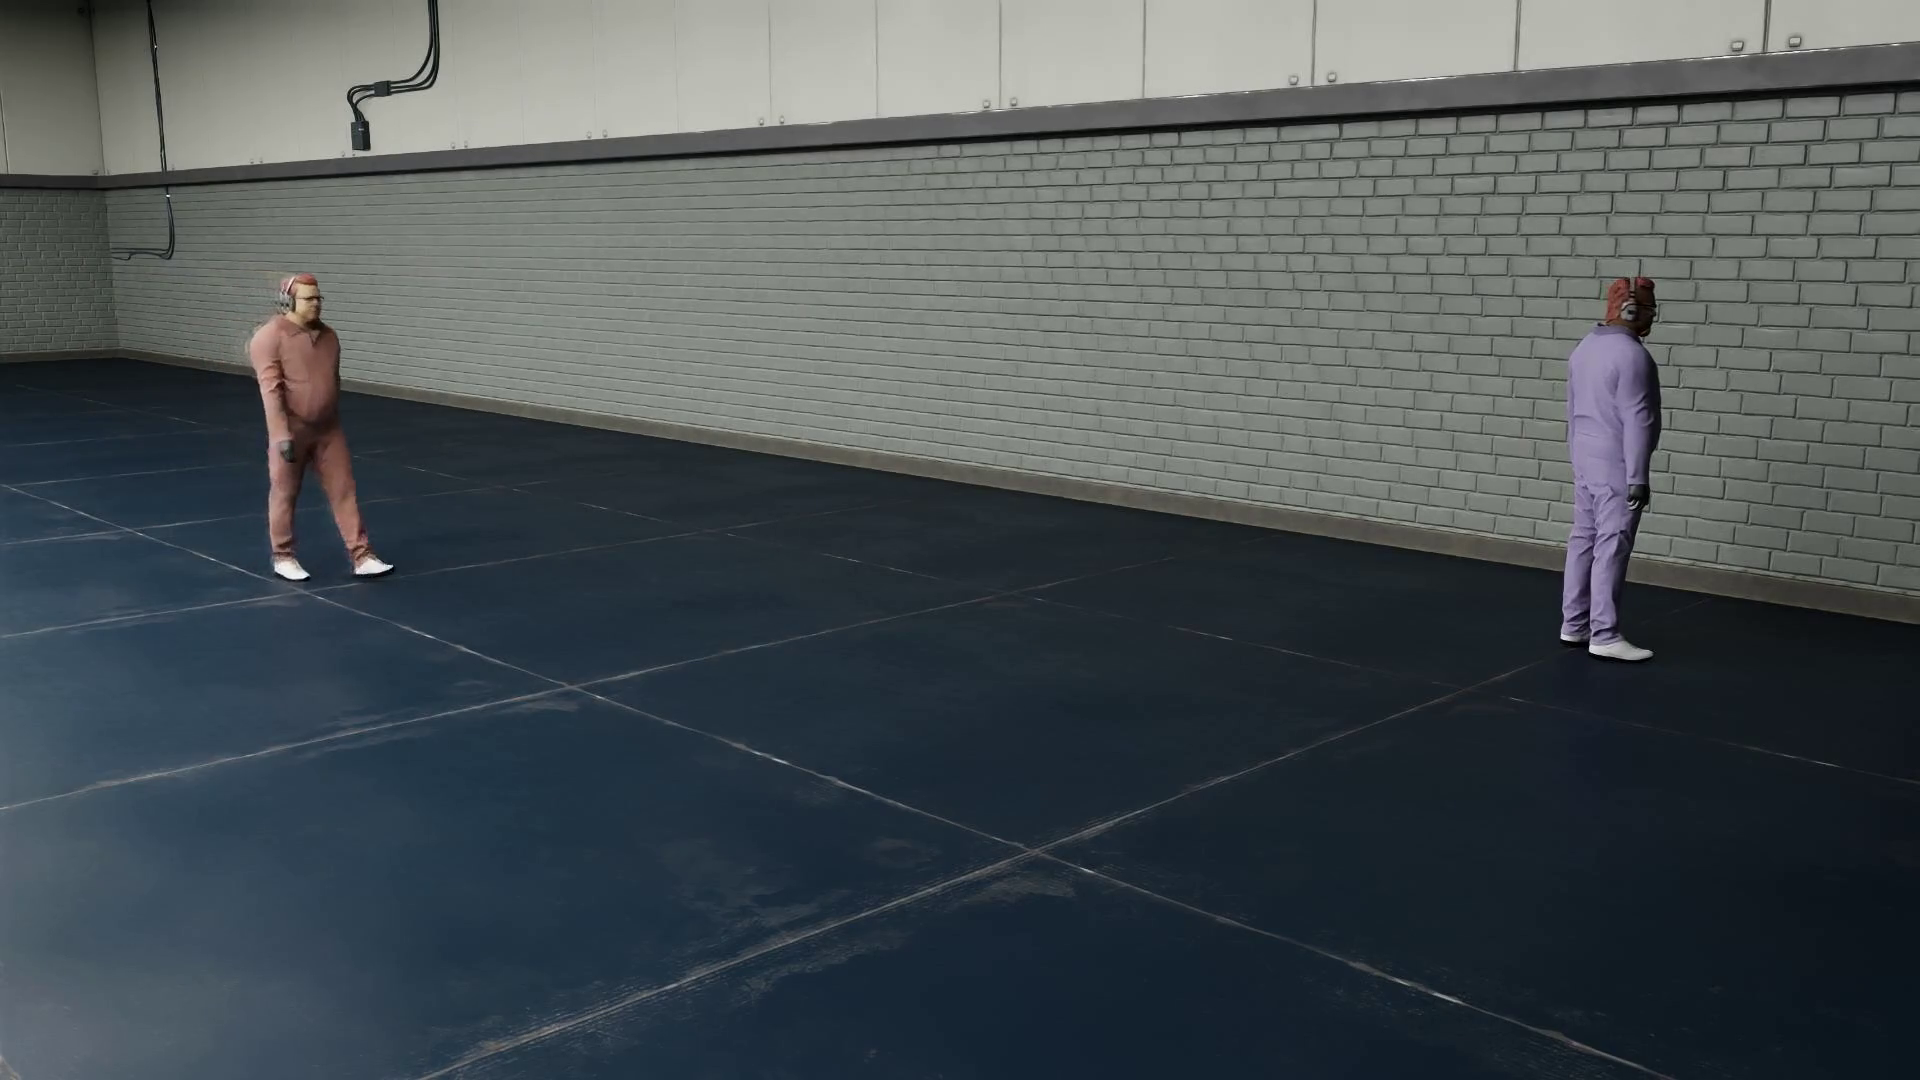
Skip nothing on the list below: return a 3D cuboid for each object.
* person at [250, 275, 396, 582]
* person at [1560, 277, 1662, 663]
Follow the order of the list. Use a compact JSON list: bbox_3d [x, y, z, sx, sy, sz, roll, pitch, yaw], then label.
[{"bbox_3d":[-3.888,-0.652,10.053,0.949,1.865,0.642,6,12,32],"label":"person"},{"bbox_3d":[3.304,-0.361,8.369,0.403,1.904,0.652,-1,10,-6],"label":"person"}]
